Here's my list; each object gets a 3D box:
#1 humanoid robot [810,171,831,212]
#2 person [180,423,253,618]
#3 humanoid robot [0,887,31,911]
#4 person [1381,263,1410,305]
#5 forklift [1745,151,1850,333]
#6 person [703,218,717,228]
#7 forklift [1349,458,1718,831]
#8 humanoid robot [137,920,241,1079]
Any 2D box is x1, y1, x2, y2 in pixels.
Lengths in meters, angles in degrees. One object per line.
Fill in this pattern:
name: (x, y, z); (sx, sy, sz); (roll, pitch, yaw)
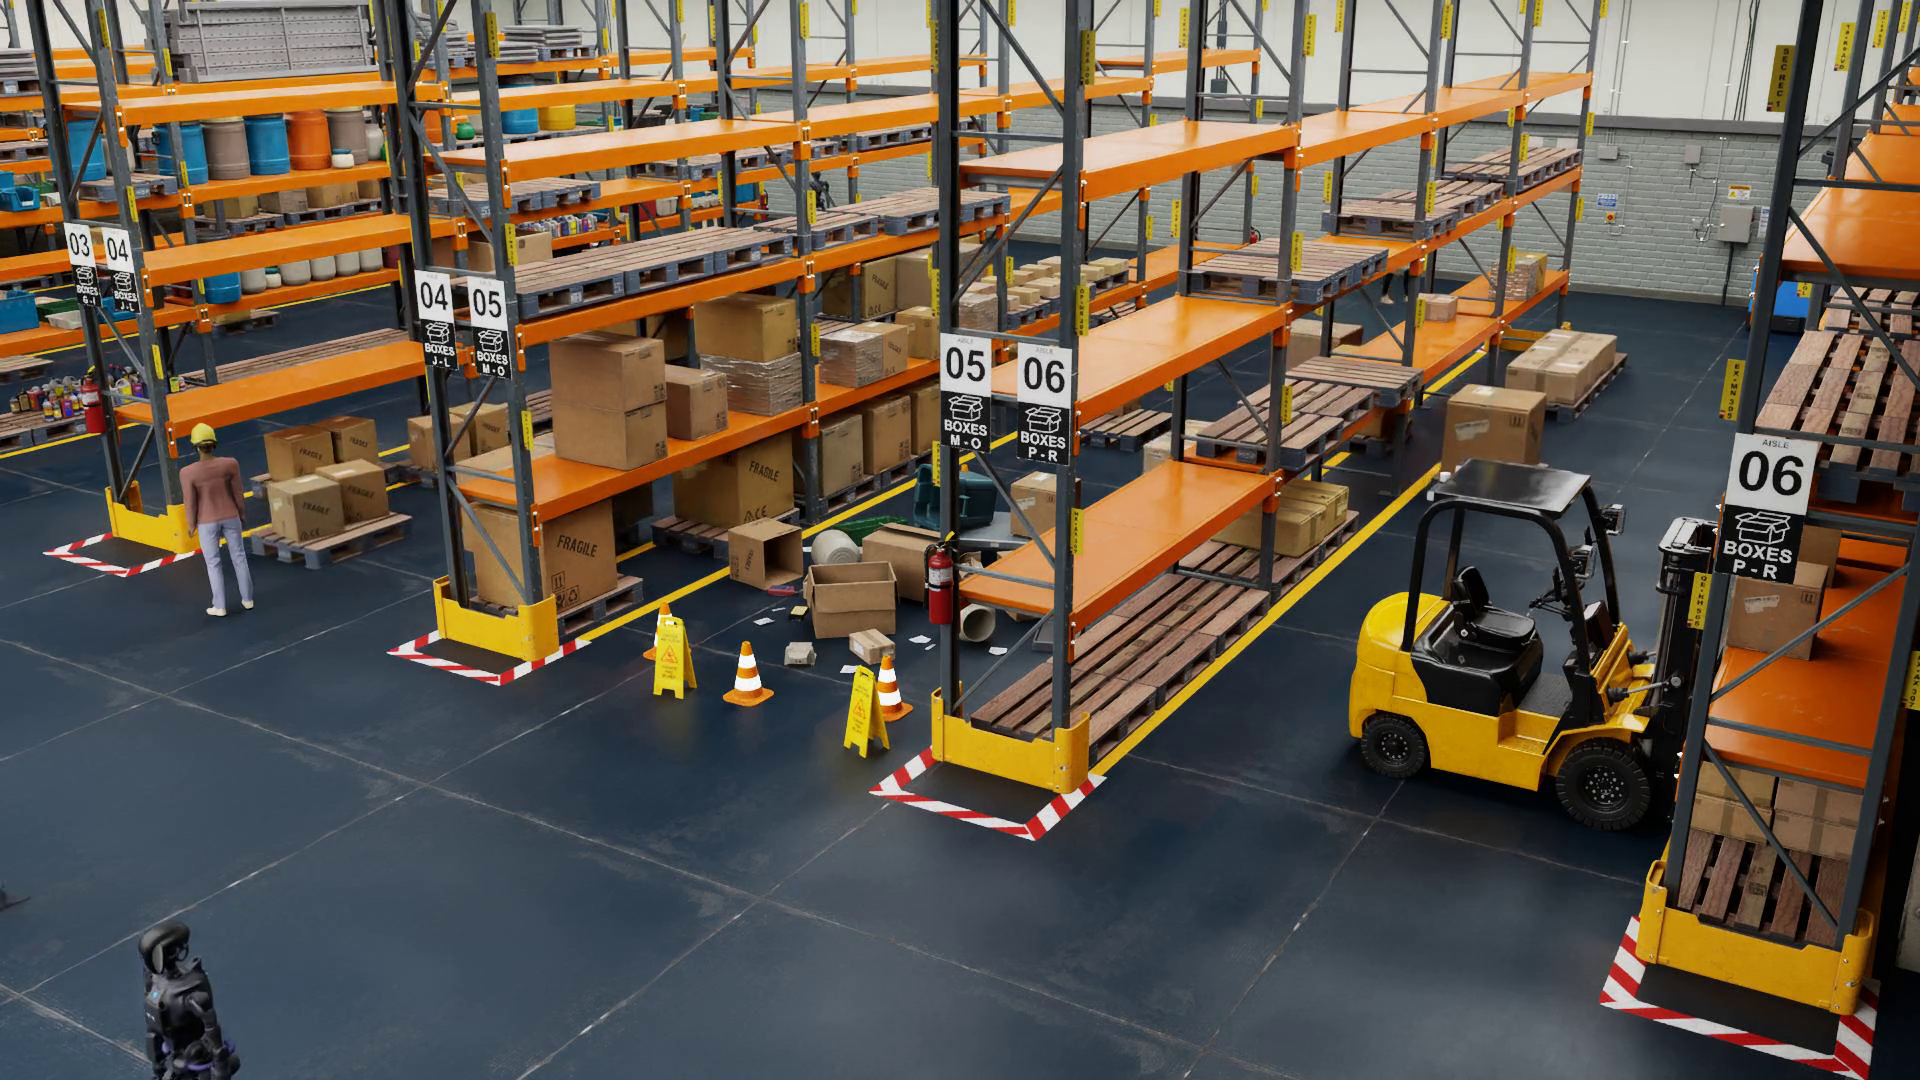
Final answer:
humanoid robot: (-2.967, -6.883, 34.475); (0.608, 1.649, 0.801); (-10, 21, -26)
person: (-6.633, -0.178, 14.837); (0.522, 1.769, 0.312); (-17, 26, -41)
humanoid robot: (-6.139, 1.569, 9.978); (0.764, 1.625, 0.612); (3, 19, 7)
person: (7.600, -4.837, 28.456); (0.737, 1.674, 0.536); (15, 24, 37)
forklift: (13.620, -4.667, 26.137); (1.873, 2.768, 1.129); (11, 22, 29)
person: (-5.257, -7.048, 34.824); (0.488, 1.688, 0.350); (-6, 20, -17)
forklift: (3.988, 0.658, 11.776); (2.313, 2.155, 1.214); (11, 22, 29)
humanoid robot: (-3.439, 2.427, 7.524); (0.609, 1.630, 0.786); (12, 23, 32)
